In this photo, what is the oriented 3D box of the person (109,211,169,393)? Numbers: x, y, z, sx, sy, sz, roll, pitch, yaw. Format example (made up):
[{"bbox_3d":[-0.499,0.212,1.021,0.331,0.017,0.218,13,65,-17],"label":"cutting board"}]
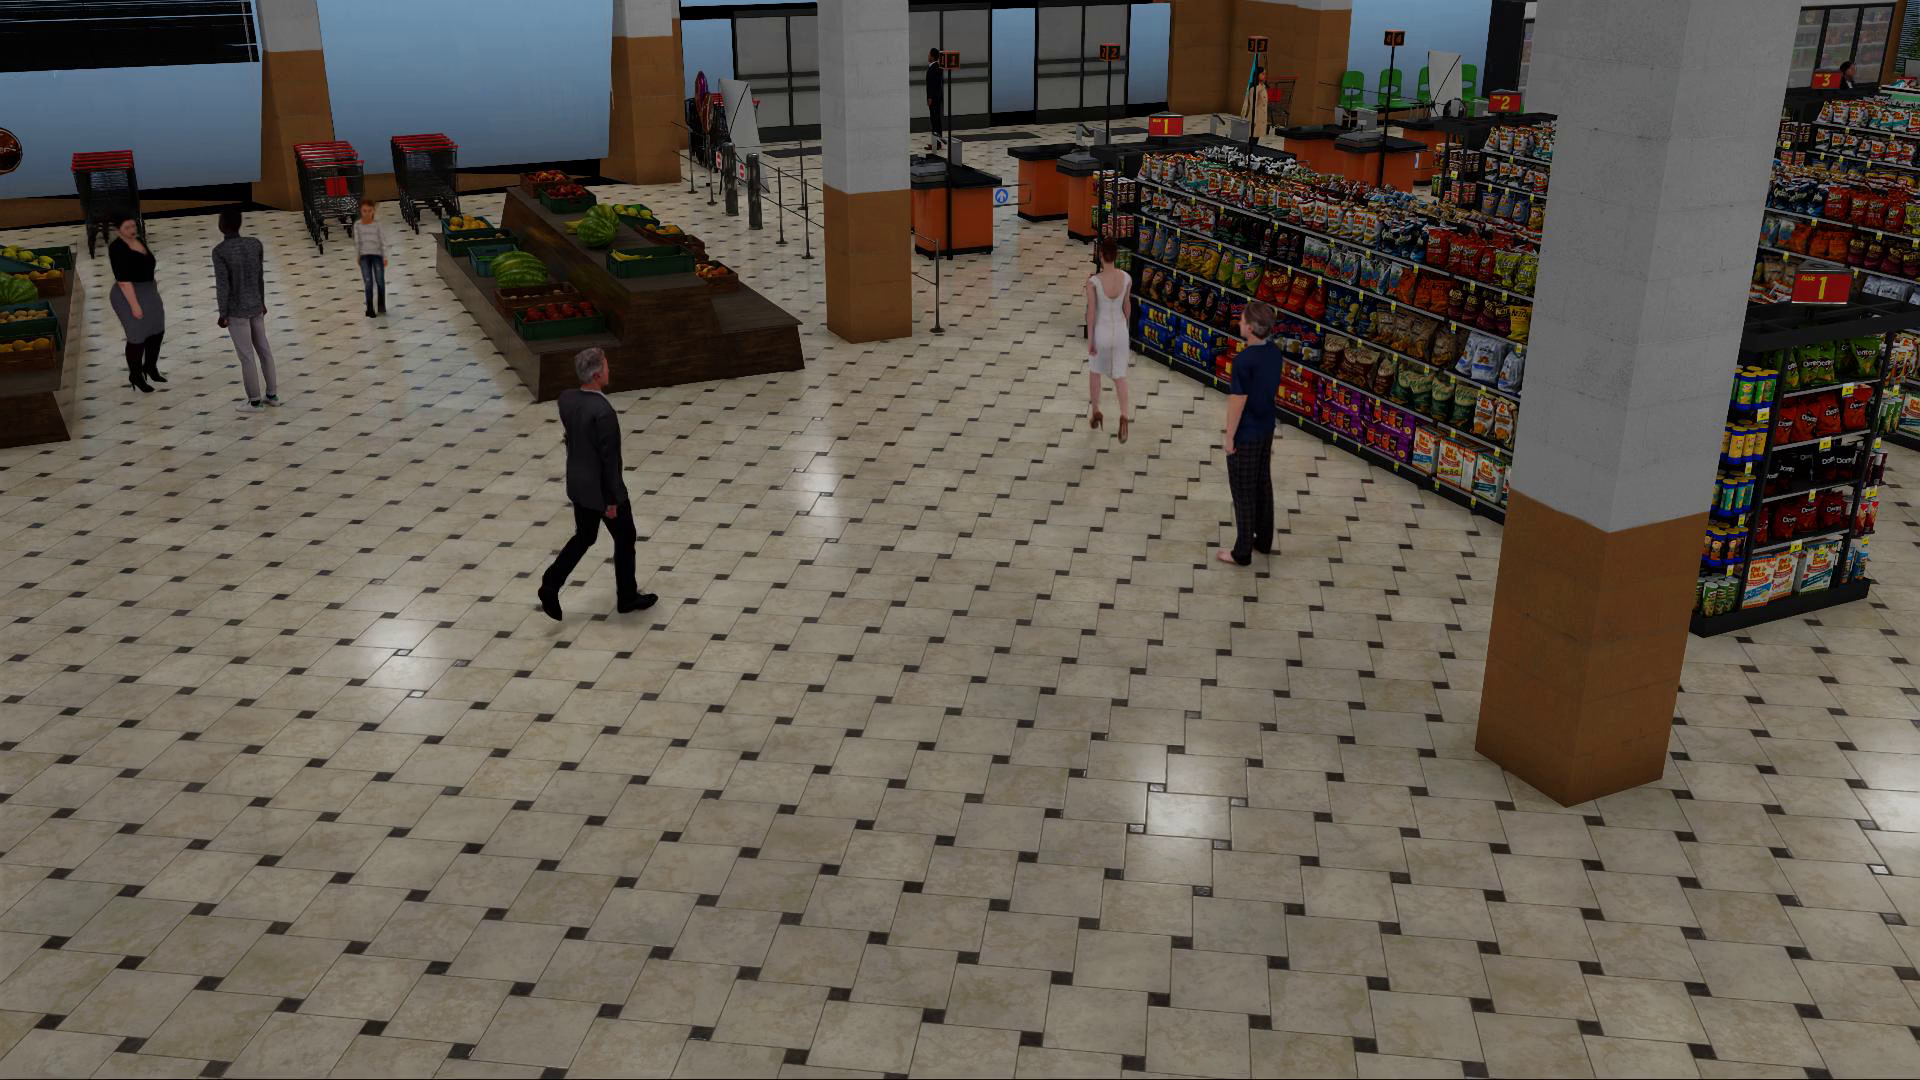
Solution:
[{"bbox_3d":[-7.656,-2.187,15.377,0.904,1.717,0.789,-4,22,-10],"label":"person"}]

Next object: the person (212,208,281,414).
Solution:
[{"bbox_3d":[-6.407,-2.062,14.904,0.790,1.837,0.753,10,24,23],"label":"person"}]

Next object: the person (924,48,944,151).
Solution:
[{"bbox_3d":[-0.435,-7.734,29.168,0.766,1.727,0.683,5,23,13],"label":"person"}]

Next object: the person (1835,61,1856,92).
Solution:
[{"bbox_3d":[13.773,-6.593,26.231,0.747,1.799,1.156,-15,26,-33],"label":"person"}]

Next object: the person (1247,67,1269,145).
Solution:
[{"bbox_3d":[4.765,-6.763,26.814,0.739,1.682,0.718,12,25,27],"label":"person"}]

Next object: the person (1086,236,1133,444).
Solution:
[{"bbox_3d":[1.282,-1.632,13.947,0.792,1.754,1.167,-3,22,-7],"label":"person"}]

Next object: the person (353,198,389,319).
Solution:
[{"bbox_3d":[-6.417,-3.091,18.210,0.615,1.282,0.941,-4,22,-10],"label":"person"}]

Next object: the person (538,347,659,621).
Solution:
[{"bbox_3d":[-2.377,-0.323,10.602,1.134,1.818,1.060,18,28,37],"label":"person"}]

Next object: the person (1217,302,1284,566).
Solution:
[{"bbox_3d":[2.036,-0.739,11.569,0.732,1.870,0.681,-20,29,-41],"label":"person"}]
